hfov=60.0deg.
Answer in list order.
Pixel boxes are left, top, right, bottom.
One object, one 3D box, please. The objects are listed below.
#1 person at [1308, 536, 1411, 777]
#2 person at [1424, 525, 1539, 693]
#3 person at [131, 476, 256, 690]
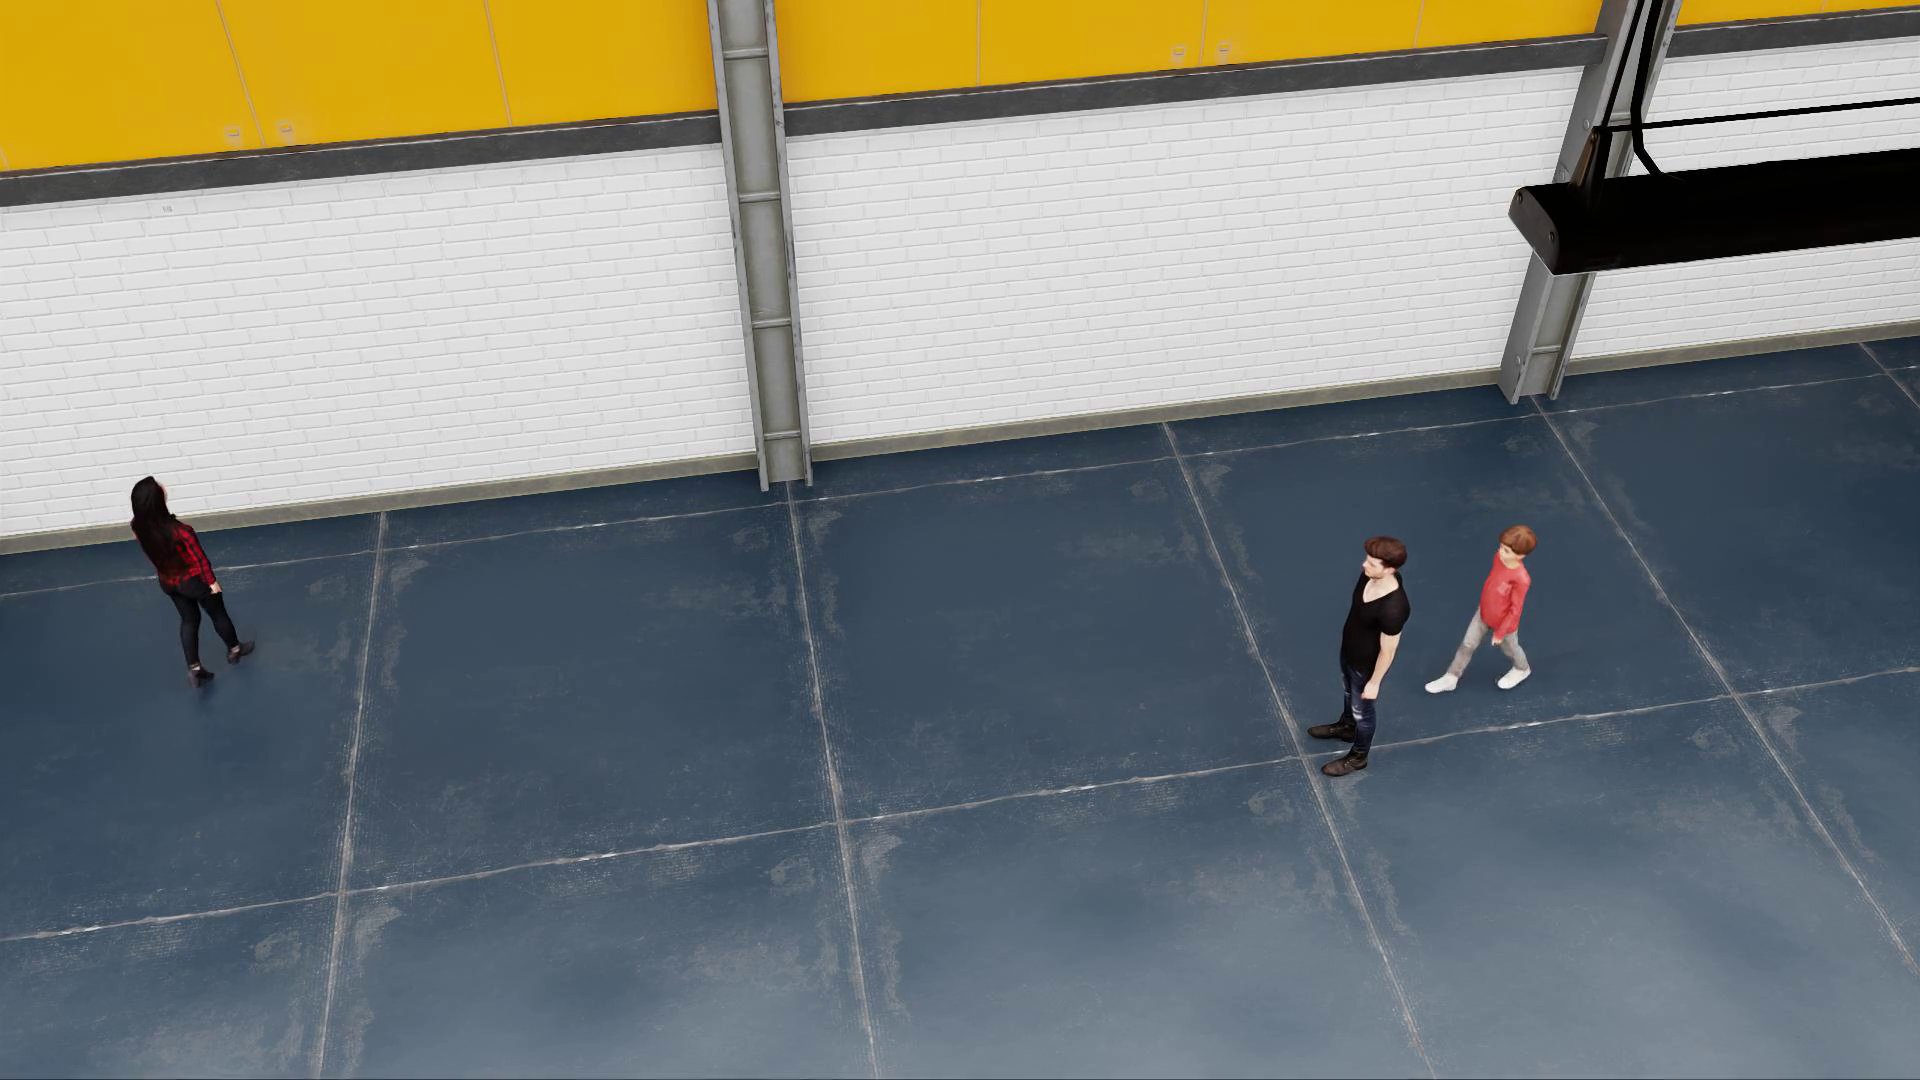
[{"bbox_3d":[2.463,0.694,10.056,0.567,1.895,0.698,-4,44,-4],"label":"person"},{"bbox_3d":[3.527,0.463,10.664,1.000,1.391,0.639,-14,45,-14],"label":"person"},{"bbox_3d":[-4.992,0.292,10.656,0.810,1.650,0.817,10,44,10],"label":"person"}]
